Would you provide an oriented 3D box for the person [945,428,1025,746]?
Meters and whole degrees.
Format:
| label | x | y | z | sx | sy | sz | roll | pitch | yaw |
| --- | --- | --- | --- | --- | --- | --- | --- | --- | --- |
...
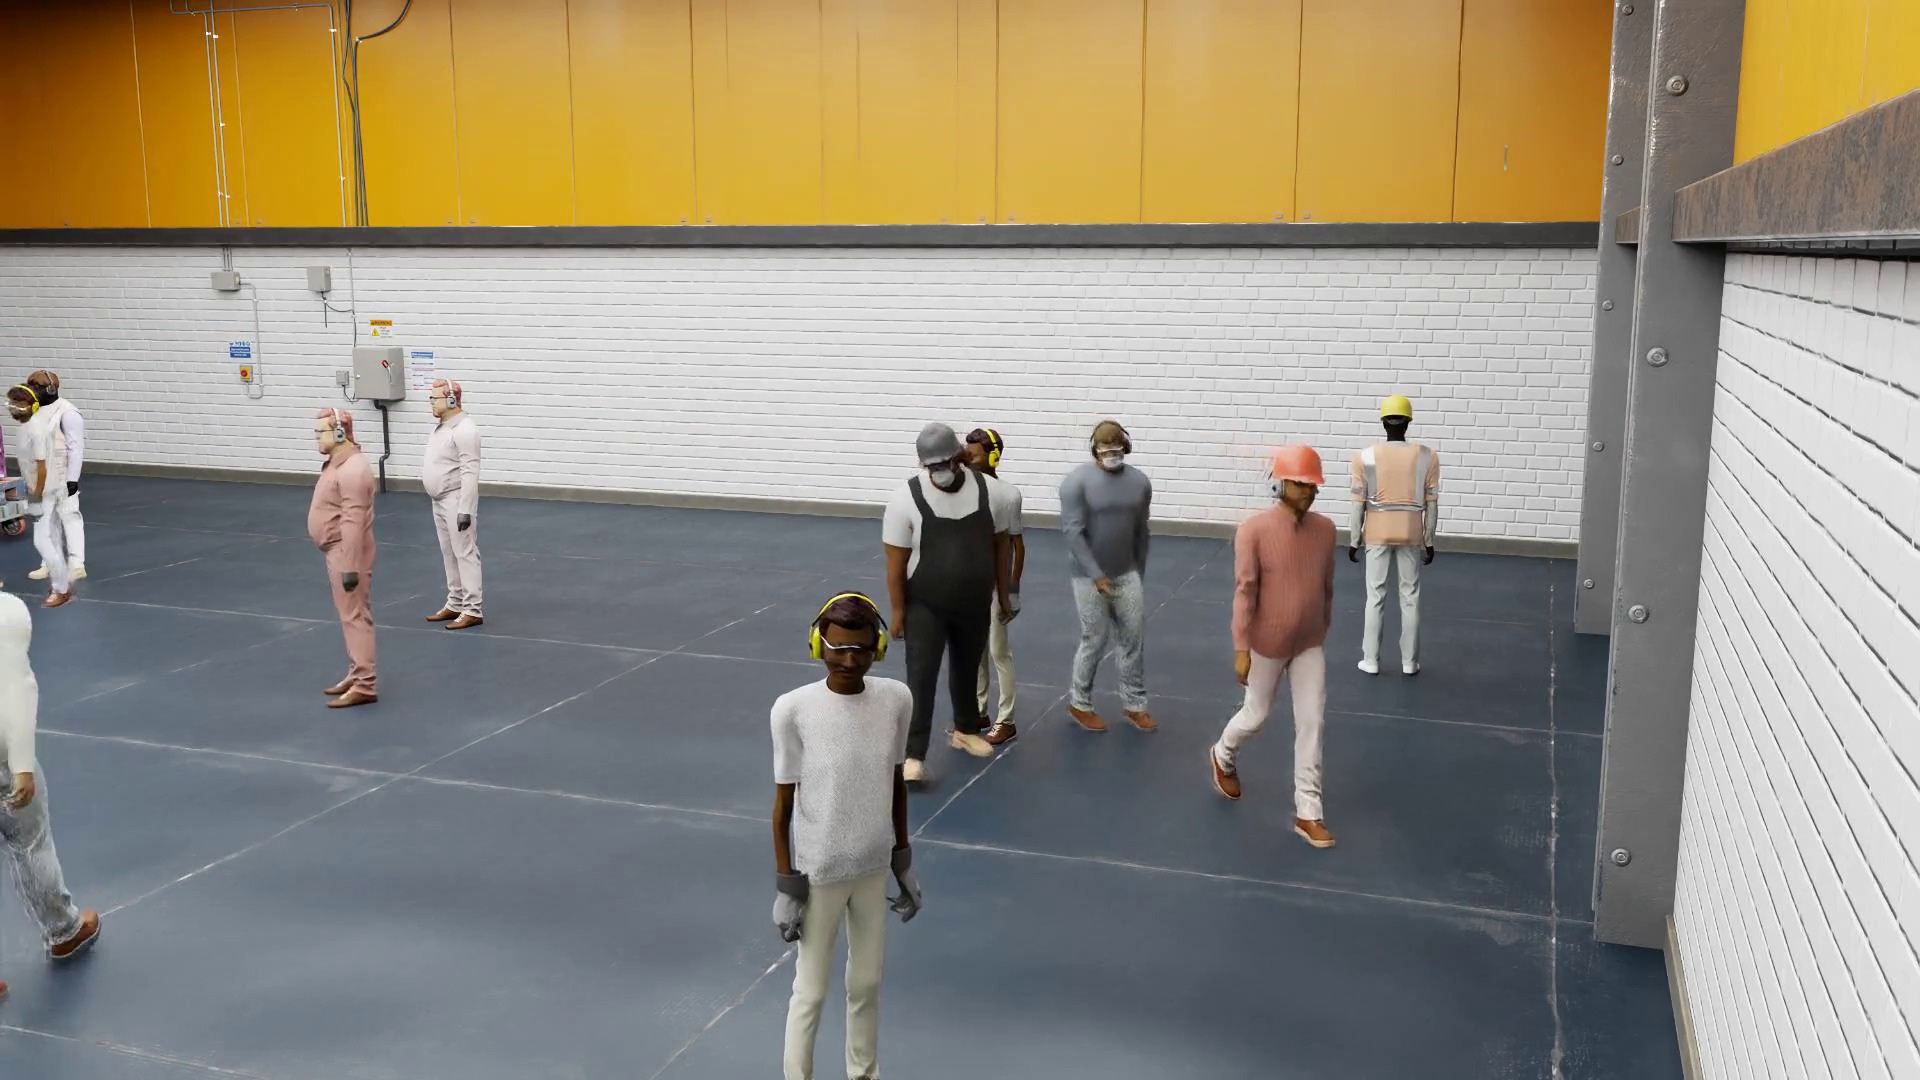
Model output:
| label | x | y | z | sx | sy | sz | roll | pitch | yaw |
| --- | --- | --- | --- | --- | --- | --- | --- | --- | --- |
| person | 0.153 | 0.272 | 9.771 | 0.313 | 1.869 | 0.538 | -9 | 13 | -40 |

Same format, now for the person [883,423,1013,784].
| label | x | y | z | sx | sy | sz | roll | pitch | yaw |
| --- | --- | --- | --- | --- | --- | --- | --- | --- | --- |
| person | -0.073 | 0.294 | 9.166 | 0.767 | 2.000 | 0.835 | -4 | 11 | -21 |

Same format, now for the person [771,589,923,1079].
| label | x | y | z | sx | sy | sz | roll | pitch | yaw |
| --- | --- | --- | --- | --- | --- | --- | --- | --- | --- |
| person | -0.354 | 1.070 | 5.296 | 0.513 | 1.864 | 0.331 | -6 | 12 | -32 |

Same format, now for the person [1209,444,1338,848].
| label | x | y | z | sx | sy | sz | roll | pitch | yaw |
| --- | --- | --- | --- | --- | --- | --- | --- | --- | --- |
| person | 1.592 | 0.479 | 8.353 | 0.621 | 1.969 | 0.908 | -4 | 11 | -19 |

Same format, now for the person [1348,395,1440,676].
| label | x | y | z | sx | sy | sz | roll | pitch | yaw |
| --- | --- | --- | --- | --- | --- | --- | --- | --- | --- |
| person | 2.937 | -0.024 | 11.304 | 0.585 | 1.917 | 0.381 | 1 | 10 | 8 |

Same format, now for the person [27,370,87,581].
| label | x | y | z | sx | sy | sz | roll | pitch | yaw |
| --- | --- | --- | --- | --- | --- | --- | --- | --- | --- |
| person | -7.929 | -0.557 | 14.522 | 0.626 | 1.844 | 0.429 | 4 | 11 | 22 |

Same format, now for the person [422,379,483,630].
| label | x | y | z | sx | sy | sz | roll | pitch | yaw |
| --- | --- | --- | --- | --- | --- | --- | --- | --- | --- |
| person | -3.903 | -0.277 | 12.759 | 0.408 | 1.909 | 0.642 | -8 | 13 | -38 |

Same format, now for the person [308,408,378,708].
| label | x | y | z | sx | sy | sz | roll | pitch | yaw |
| --- | --- | --- | --- | --- | --- | --- | --- | --- | --- |
| person | -3.934 | 0.107 | 10.620 | 0.405 | 1.901 | 0.645 | -5 | 11 | -26 |

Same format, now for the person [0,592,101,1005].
| label | x | y | z | sx | sy | sz | roll | pitch | yaw |
| --- | --- | --- | --- | --- | --- | --- | --- | --- | --- |
| person | -3.827 | 0.847 | 6.509 | 0.668 | 1.869 | 0.961 | 0 | 10 | 2 |

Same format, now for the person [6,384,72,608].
| label | x | y | z | sx | sy | sz | roll | pitch | yaw |
| --- | --- | --- | --- | --- | --- | --- | --- | --- | --- |
| person | -7.482 | -0.371 | 13.519 | 0.415 | 1.828 | 0.700 | -7 | 12 | -35 |

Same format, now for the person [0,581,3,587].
| label | x | y | z | sx | sy | sz | roll | pitch | yaw |
| --- | --- | --- | --- | --- | --- | --- | --- | --- | --- |
| person | -8.333 | -0.526 | 13.938 | 0.402 | 1.985 | 0.611 | -1 | 10 | -8 |

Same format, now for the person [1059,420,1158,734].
| label | x | y | z | sx | sy | sz | roll | pitch | yaw |
| --- | --- | --- | --- | --- | --- | --- | --- | --- | --- |
| person | 0.900 | 0.234 | 9.888 | 0.632 | 1.904 | 0.577 | -5 | 11 | -25 |
